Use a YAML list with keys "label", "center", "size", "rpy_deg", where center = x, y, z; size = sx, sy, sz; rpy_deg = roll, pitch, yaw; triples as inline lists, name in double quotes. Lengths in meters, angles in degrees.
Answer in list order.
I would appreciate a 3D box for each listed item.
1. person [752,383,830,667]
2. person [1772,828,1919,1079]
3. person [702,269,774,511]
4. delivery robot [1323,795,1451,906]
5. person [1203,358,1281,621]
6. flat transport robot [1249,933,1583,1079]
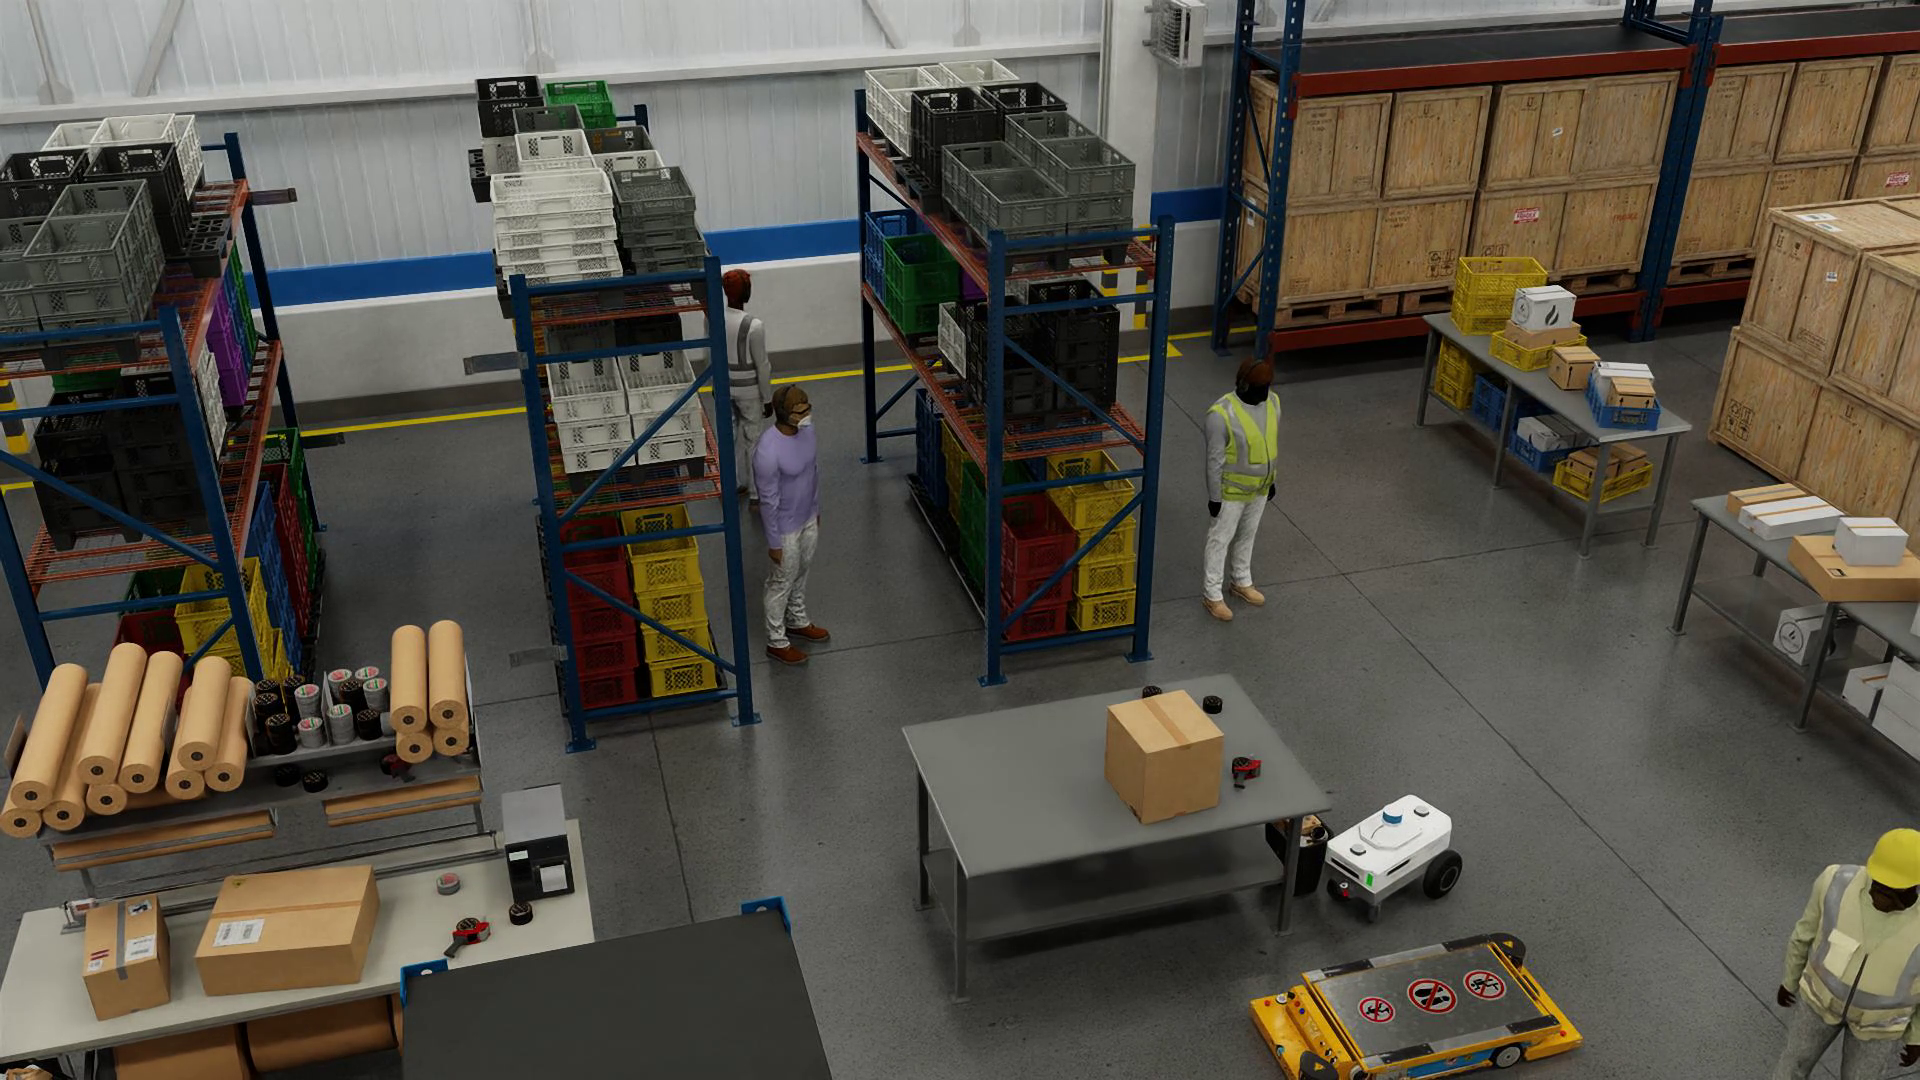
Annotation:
- label: "person"
  center: [-1.079, -0.110, 10.624]
  size: [0.364, 1.932, 0.626]
  rpy_deg: [12, 31, 20]
- label: "person"
  center: [3.752, 1.946, 6.981]
  size: [0.594, 1.832, 0.403]
  rpy_deg: [23, 36, 35]
- label: "person"
  center: [-1.651, -1.130, 12.526]
  size: [0.583, 1.882, 0.337]
  rpy_deg: [18, 33, 29]
- label: "delivery robot"
  center: [2.262, 1.621, 8.797]
  size: [0.707, 0.478, 0.477]
  rpy_deg: [-21, 35, -33]
- label: "person"
  center: [1.899, -0.357, 11.167]
  size: [0.625, 1.841, 0.429]
  rpy_deg: [-21, 35, -33]
- label: "flat transport robot"
  center: [2.184, 2.282, 7.980]
  size: [1.431, 0.197, 0.652]
  rpy_deg: [-8, 30, -14]
